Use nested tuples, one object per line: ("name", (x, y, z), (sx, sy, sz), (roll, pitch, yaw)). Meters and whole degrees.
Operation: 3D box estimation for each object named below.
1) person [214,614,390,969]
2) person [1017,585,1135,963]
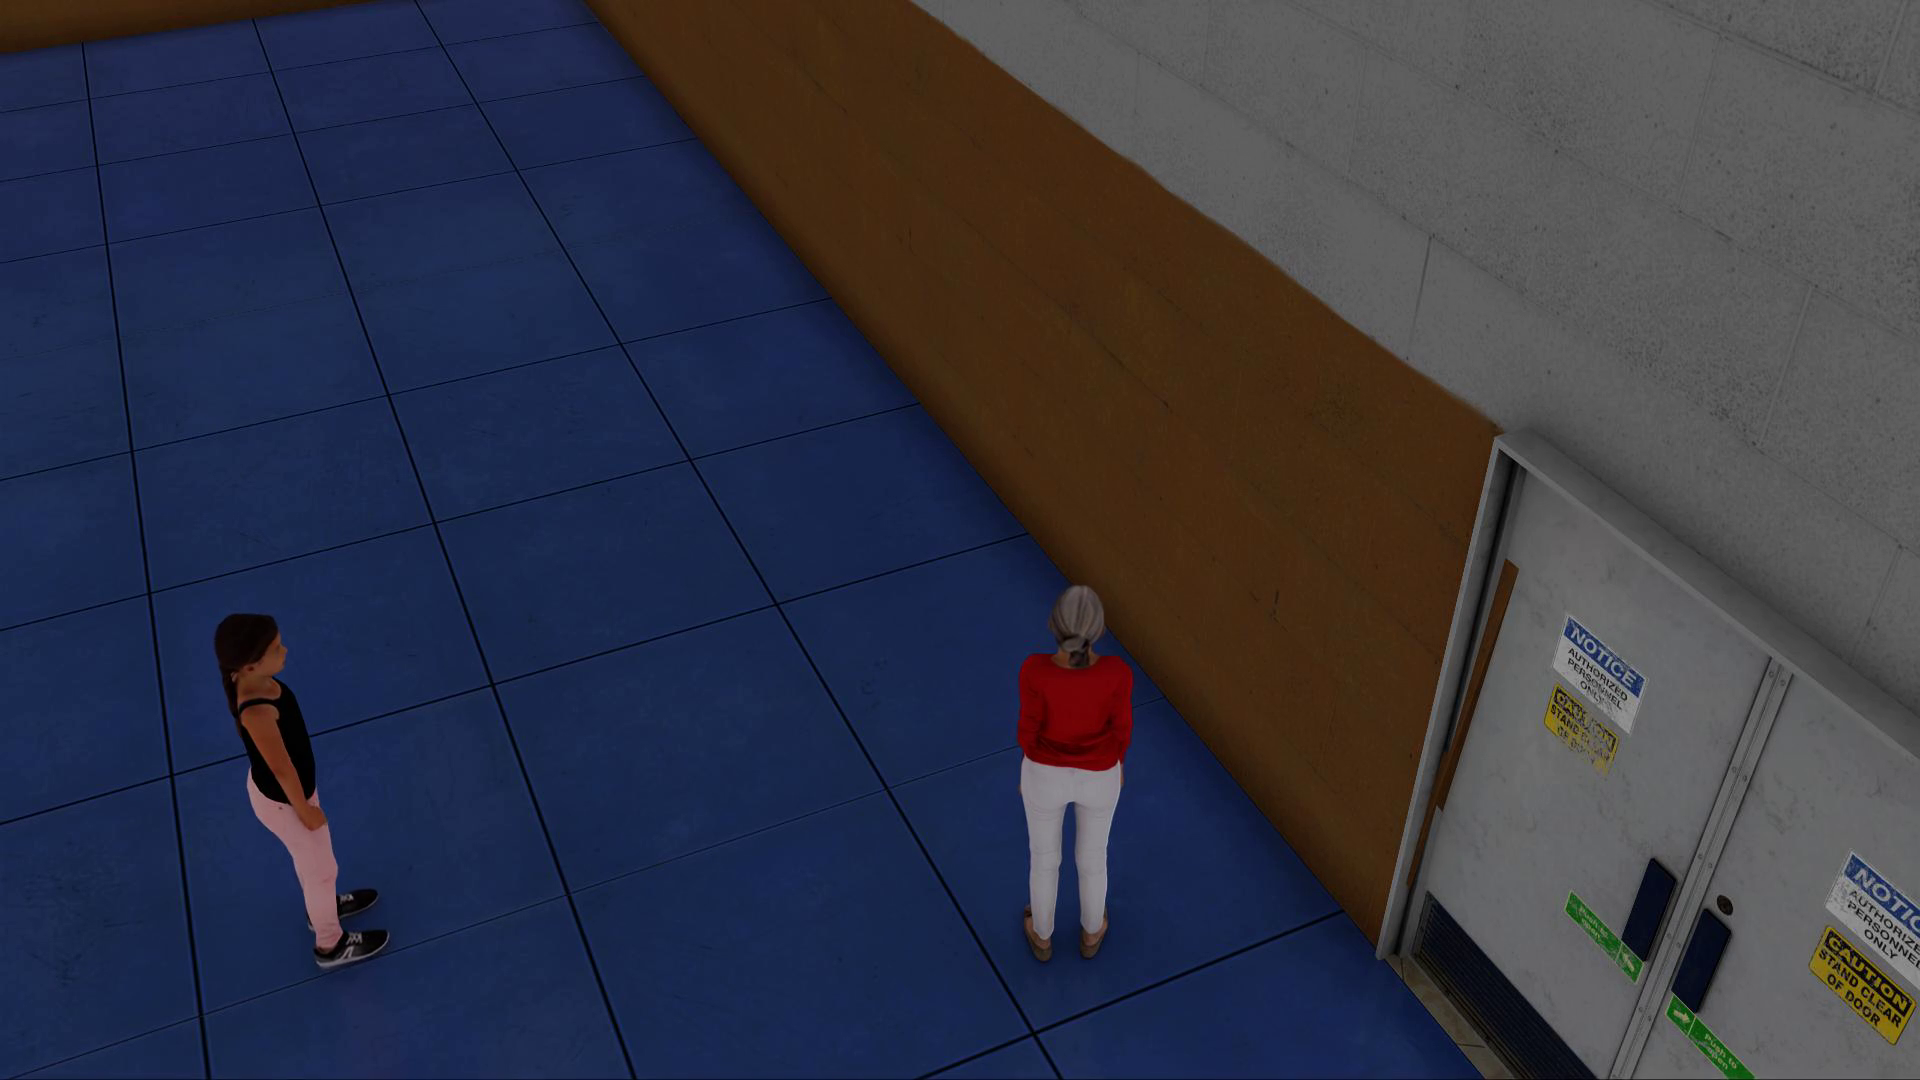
("person", (-2.328, 0.873, 5.757), (0.532, 1.562, 0.530), (-19, 41, -23))
("person", (0.383, 0.823, 5.714), (0.602, 1.694, 0.692), (0, 37, -1))
